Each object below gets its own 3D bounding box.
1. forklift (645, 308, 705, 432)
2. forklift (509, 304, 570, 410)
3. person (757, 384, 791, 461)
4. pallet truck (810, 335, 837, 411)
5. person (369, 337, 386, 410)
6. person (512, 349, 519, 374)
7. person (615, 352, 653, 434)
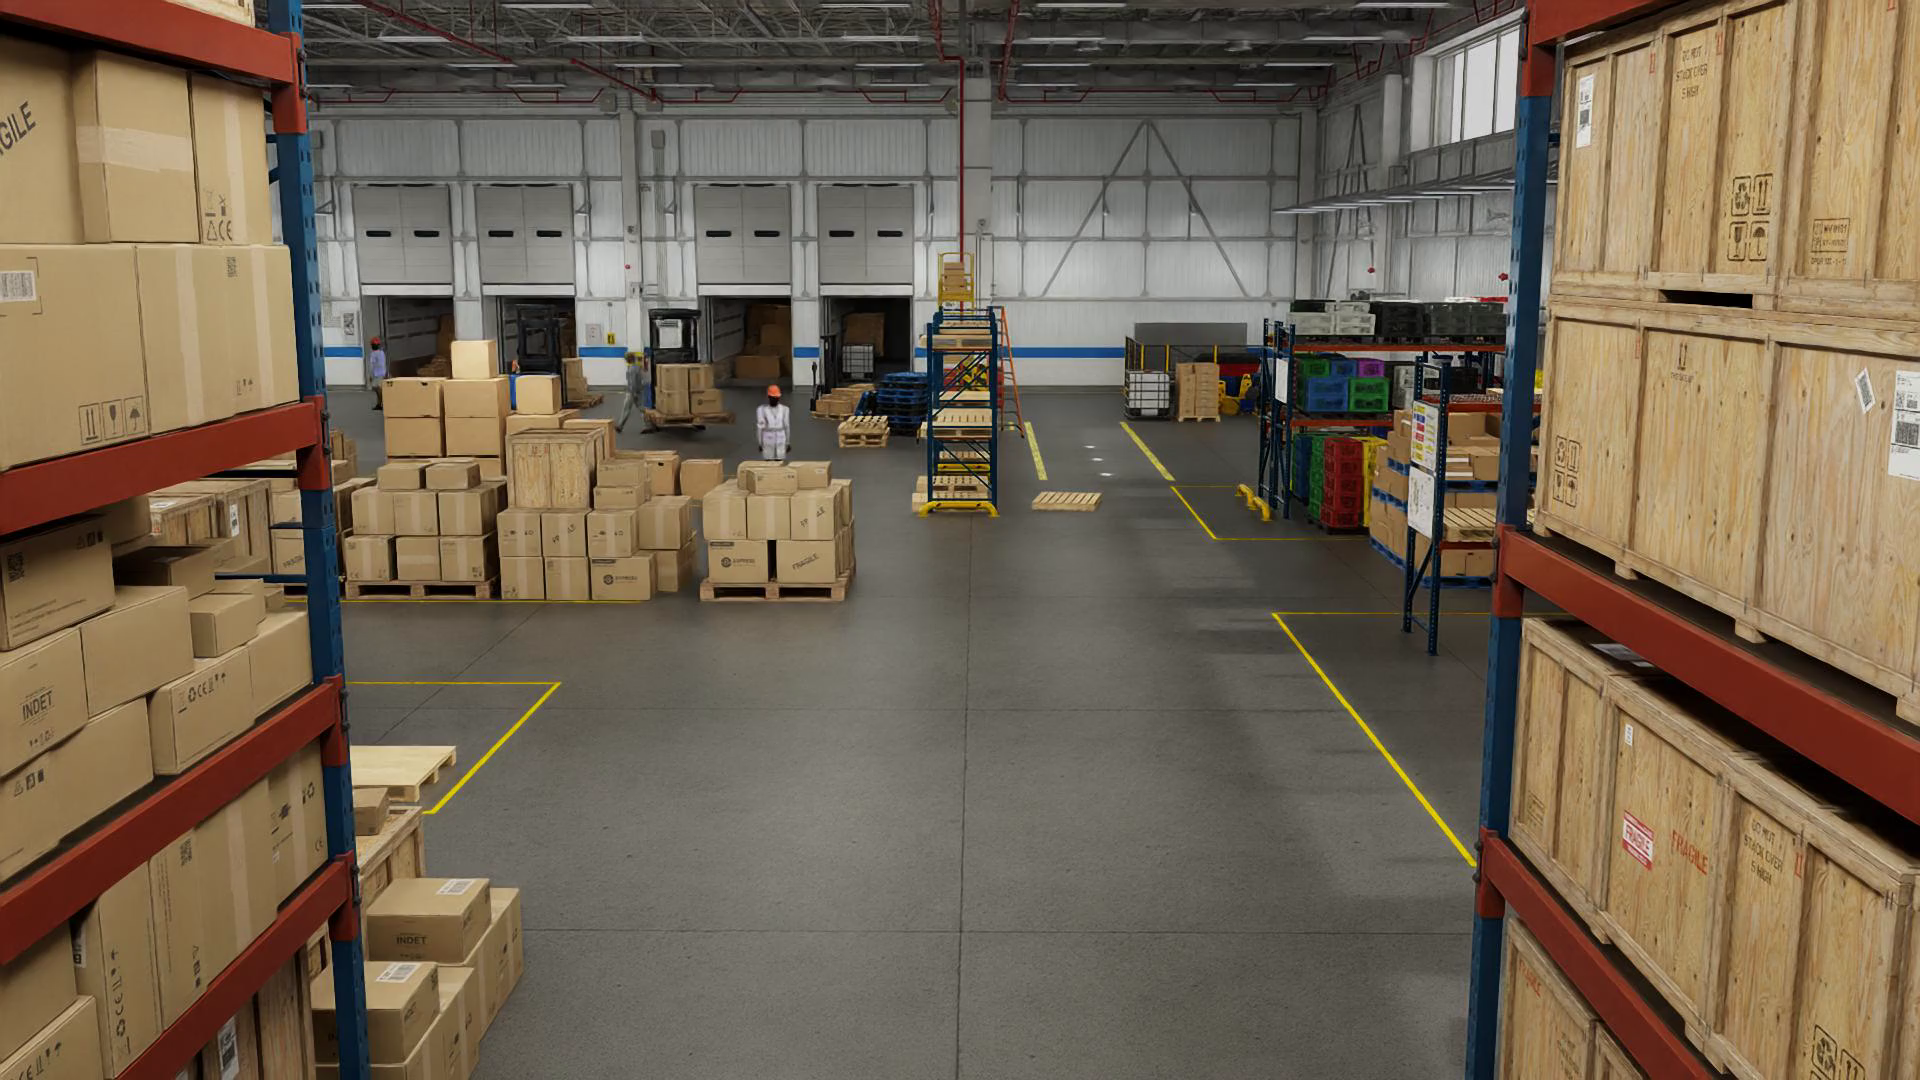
[{"bbox_3d":[-6.707,-3.996,38.759,1.129,2.768,1.873,-3,10,-19],"label":"forklift"},{"bbox_3d":[-10.726,-4.588,42.170,1.129,2.768,1.873,0,10,1],"label":"forklift"},{"bbox_3d":[-3.128,-1.664,28.059,0.541,1.923,0.412,-3,10,-19],"label":"person"},{"bbox_3d":[-3.021,-4.312,43.126,1.885,1.965,0.823,3,10,17],"label":"pallet truck"},{"bbox_3d":[-15.141,-4.334,43.480,0.611,1.917,0.554,2,10,12],"label":"person"},{"bbox_3d":[-11.260,-4.110,42.816,0.537,1.700,0.317,-8,13,-40],"label":"person"},{"bbox_3d":[-7.477,-3.340,37.870,1.032,1.872,0.641,1,10,6],"label":"person"}]
